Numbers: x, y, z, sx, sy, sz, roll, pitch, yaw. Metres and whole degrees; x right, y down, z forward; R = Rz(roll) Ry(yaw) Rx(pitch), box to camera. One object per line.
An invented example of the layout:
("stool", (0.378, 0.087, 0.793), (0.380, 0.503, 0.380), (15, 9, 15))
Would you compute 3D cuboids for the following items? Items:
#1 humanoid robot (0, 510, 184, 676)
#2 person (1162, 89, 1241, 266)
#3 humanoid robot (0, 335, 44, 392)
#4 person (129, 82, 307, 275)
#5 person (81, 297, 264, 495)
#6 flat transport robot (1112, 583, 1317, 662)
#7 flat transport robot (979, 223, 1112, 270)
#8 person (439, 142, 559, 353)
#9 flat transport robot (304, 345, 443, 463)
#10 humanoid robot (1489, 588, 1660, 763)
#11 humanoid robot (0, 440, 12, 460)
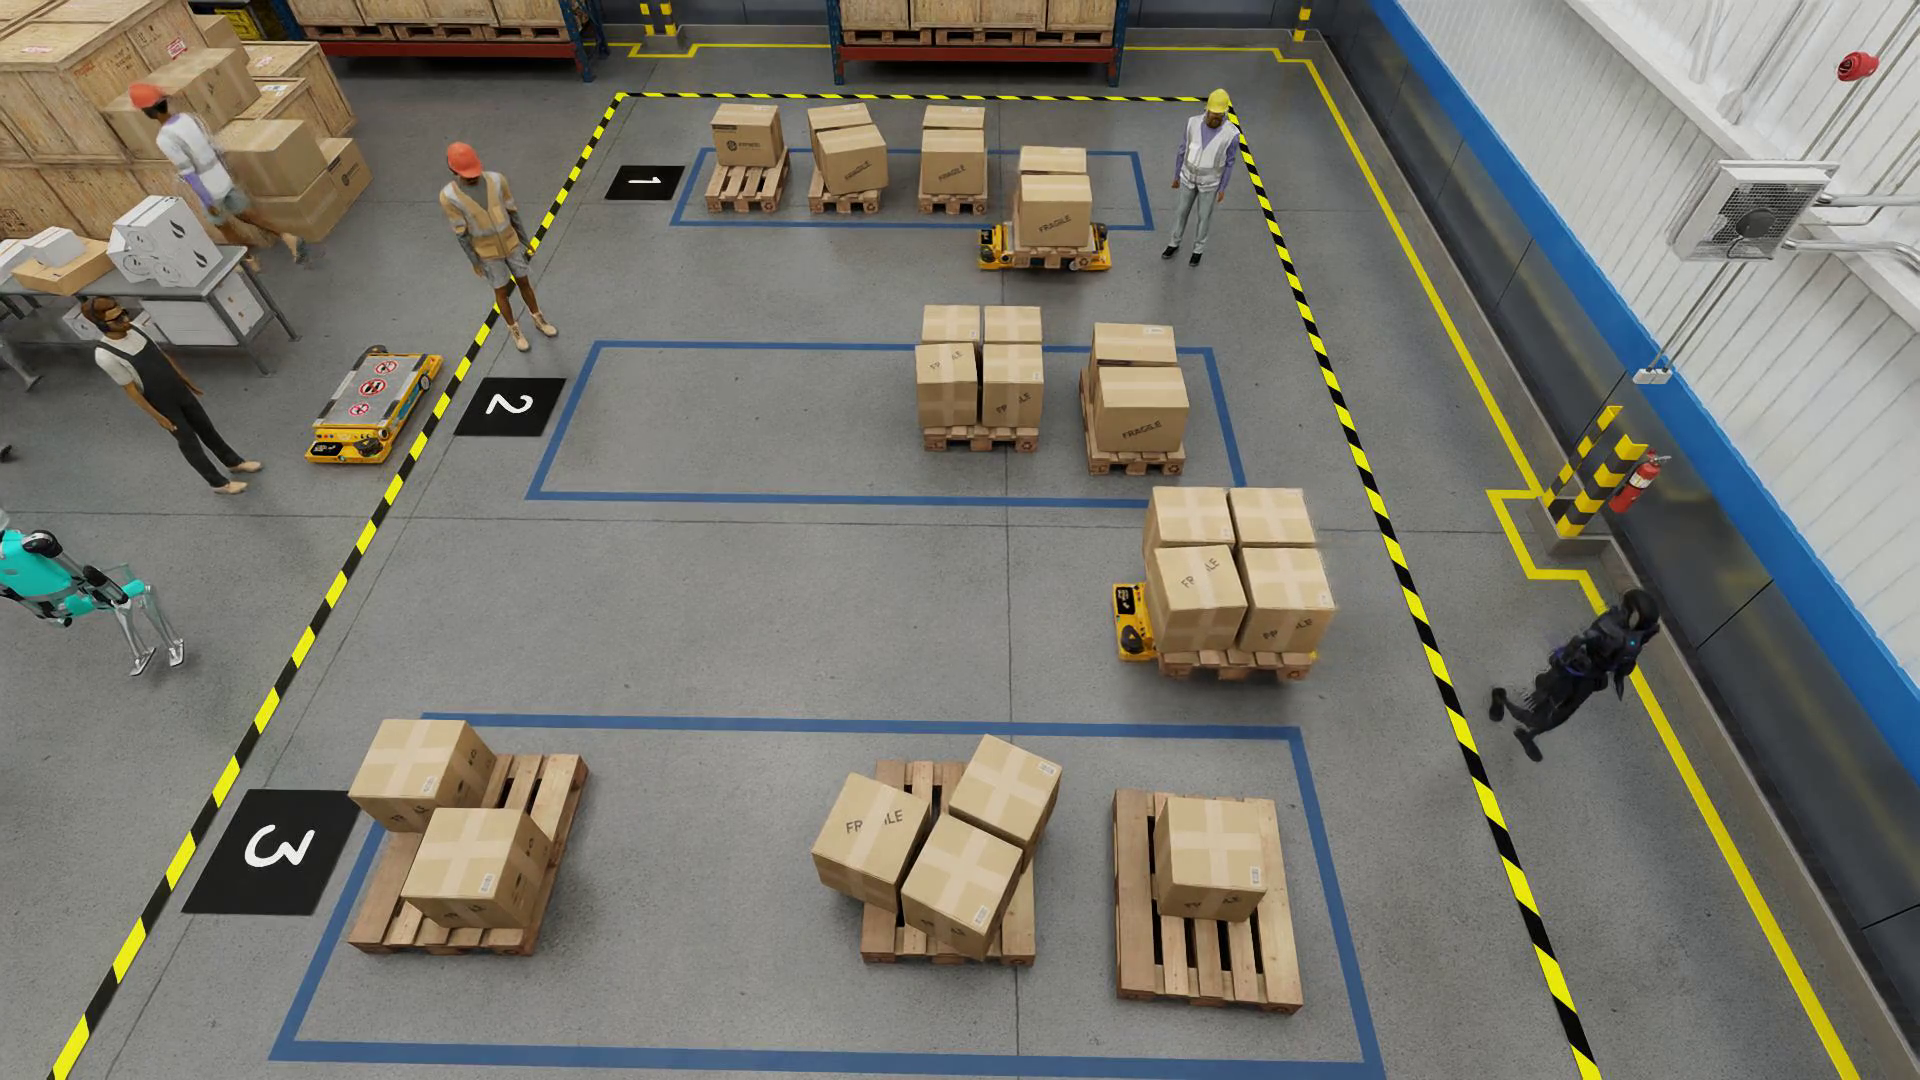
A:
("humanoid robot", (-5.825, 0.256, 6.102), (0.533, 1.675, 0.735), (-12, 51, -10))
("person", (2.488, -3.733, 9.499), (0.598, 1.834, 0.404), (24, 54, 19))
("humanoid robot", (-8.975, -1.908, 8.042), (1.009, 1.759, 0.539), (-2, 50, -2))
("person", (-7.489, -3.601, 9.277), (0.802, 2.017, 0.610), (0, 50, 0))
("person", (-6.285, -1.124, 7.294), (0.338, 1.840, 0.501), (-2, 50, -1))
("flat transport robot", (1.890, 0.583, 6.856), (1.431, 0.197, 0.652), (1, 50, 1))
("flat transport robot", (0.931, -3.248, 10.097), (1.431, 0.197, 0.652), (1, 50, 1))
("person", (-4.264, -2.699, 8.497), (0.399, 2.033, 0.605), (37, 59, 27))
("flat transport robot", (-5.383, -1.269, 8.441), (0.659, 0.231, 1.431), (1, 50, 1))
("humanoid robot", (3.879, 0.820, 5.754), (0.597, 1.648, 0.448), (-8, 50, -6))
("humanoid robot", (-8.690, -1.192, 7.450), (1.006, 1.788, 0.545), (-2, 50, -1))
